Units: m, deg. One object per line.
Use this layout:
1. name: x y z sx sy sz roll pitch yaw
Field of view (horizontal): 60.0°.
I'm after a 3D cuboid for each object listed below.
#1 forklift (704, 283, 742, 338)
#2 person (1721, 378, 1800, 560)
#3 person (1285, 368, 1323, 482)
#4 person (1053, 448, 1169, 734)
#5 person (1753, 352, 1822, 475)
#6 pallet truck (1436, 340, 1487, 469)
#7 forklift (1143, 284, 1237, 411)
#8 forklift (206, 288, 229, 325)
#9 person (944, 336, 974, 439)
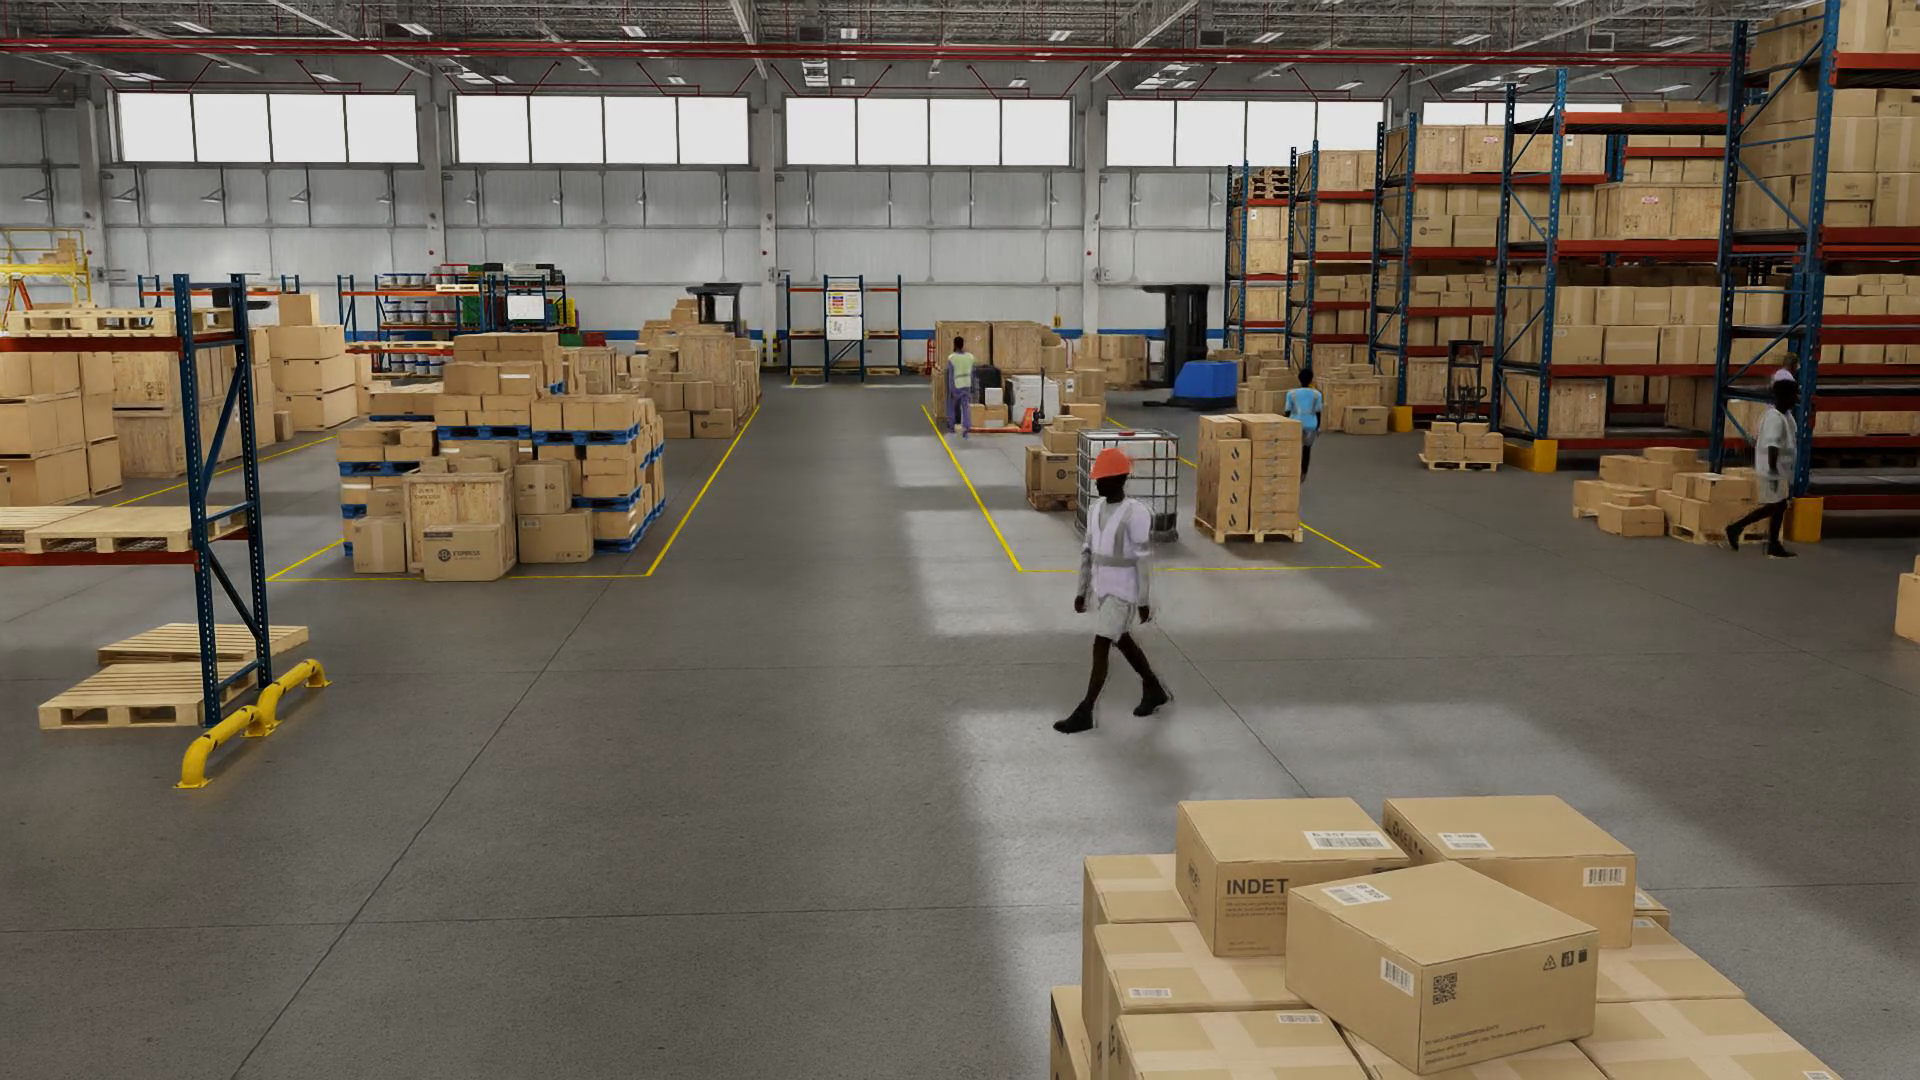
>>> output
1. forklift: -6.057 -5.205 42.715 1.129 2.768 1.873 3 10 18
2. person: 8.573 -0.754 17.691 0.657 1.944 0.628 6 11 34
3. person: 4.998 -1.654 24.167 0.538 1.674 0.606 1 9 4
4. person: 1.055 0.313 11.179 1.001 1.891 0.562 -6 11 -32
5. person: 12.186 -1.801 24.436 0.985 1.893 0.656 1 9 9
6. pallet truck: 8.004 -2.170 26.422 0.823 1.965 1.885 2 9 14
7. forklift: 5.228 -4.367 37.451 1.873 2.768 1.129 8 12 40
8. forklift: -16.881 -4.465 38.064 1.873 2.768 1.129 -3 10 -20
9. person: -0.033 -2.813 30.786 0.597 1.896 0.690 -5 11 -31
